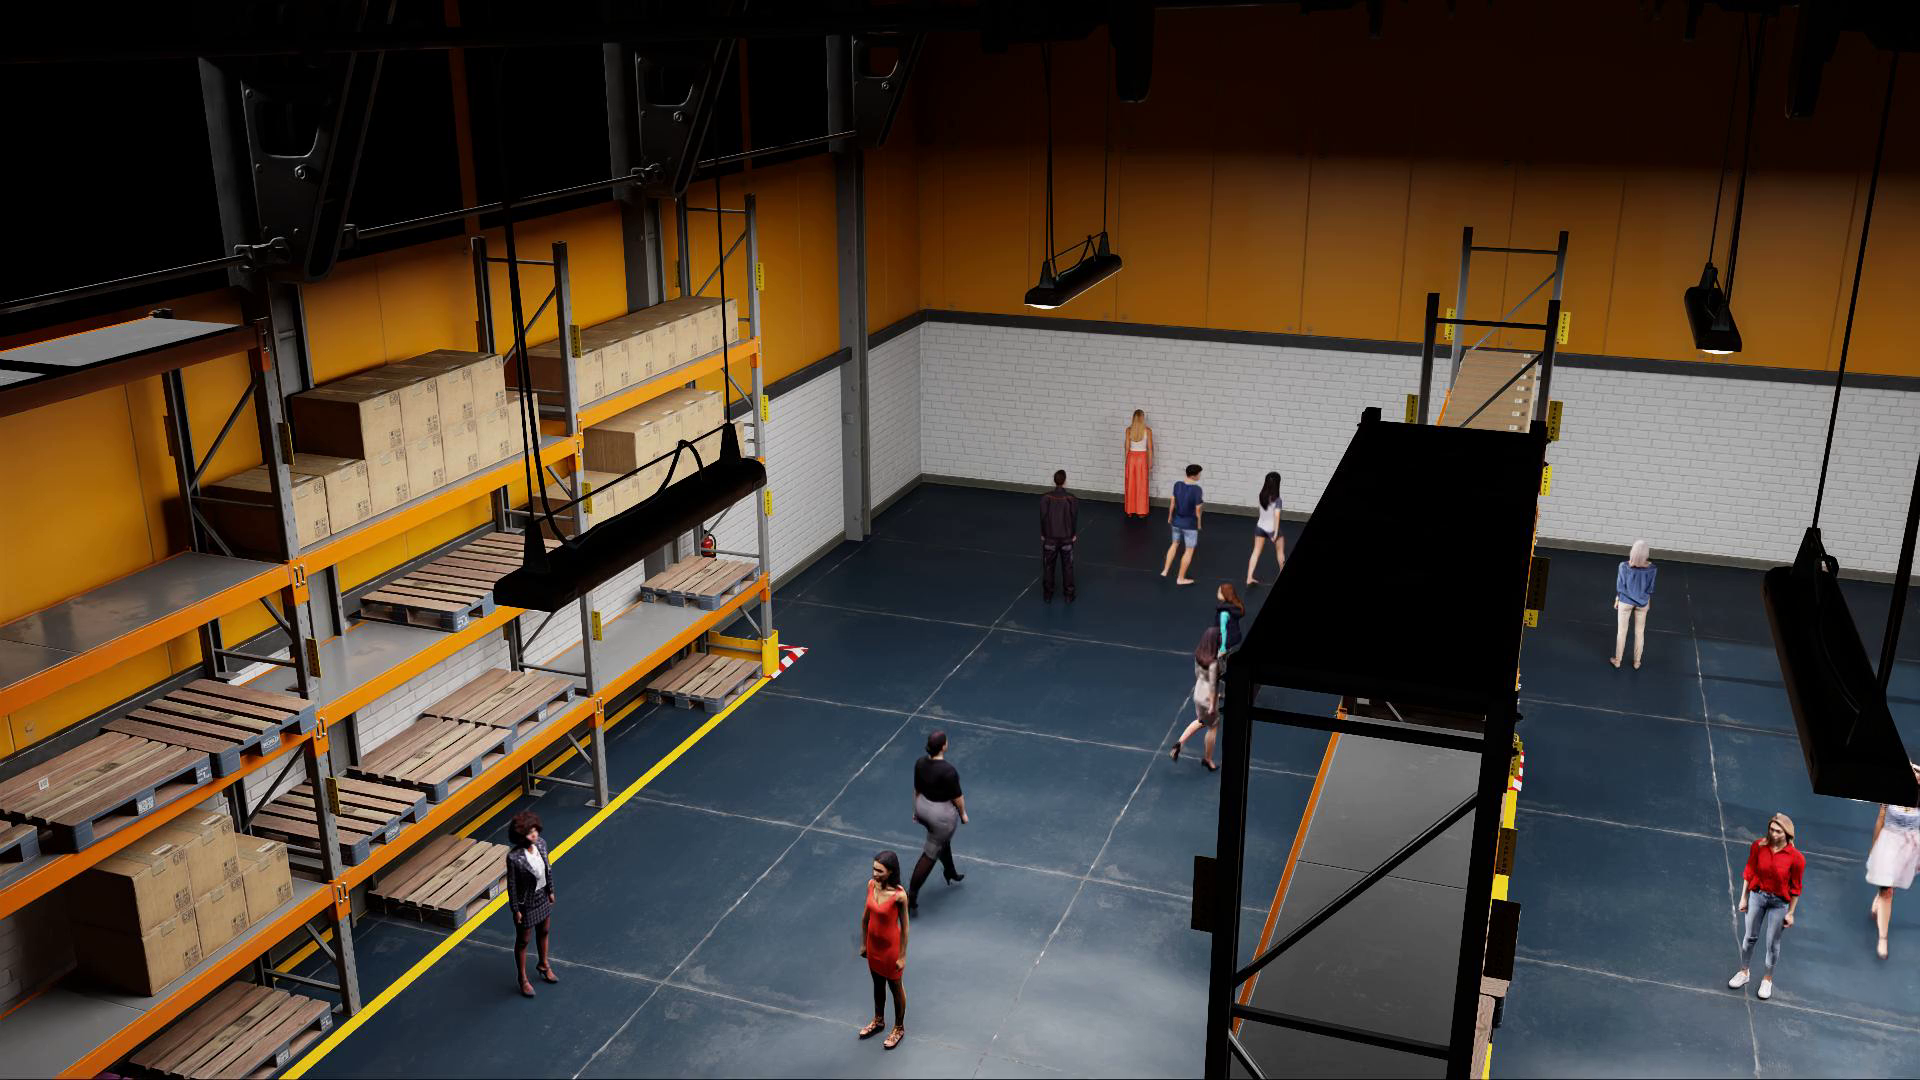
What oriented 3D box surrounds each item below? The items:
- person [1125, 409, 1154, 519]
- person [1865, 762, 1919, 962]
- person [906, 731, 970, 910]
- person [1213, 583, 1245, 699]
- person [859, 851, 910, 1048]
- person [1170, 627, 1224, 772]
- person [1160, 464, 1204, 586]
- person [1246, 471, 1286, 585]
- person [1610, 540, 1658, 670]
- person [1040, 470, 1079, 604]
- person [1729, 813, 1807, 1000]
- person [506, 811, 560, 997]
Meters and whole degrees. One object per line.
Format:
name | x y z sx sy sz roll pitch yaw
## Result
person | 2.889 -1.252 27.105 0.631 1.802 0.588 8 20 22
person | 8.478 2.819 15.069 0.617 1.767 1.144 7 20 21
person | -0.278 2.667 15.607 1.224 1.713 0.987 -16 25 -40
person | 3.283 1.248 20.173 0.660 1.488 0.619 8 20 23
person | -0.607 3.327 13.637 0.646 1.719 0.608 13 23 34
person | 2.633 1.770 18.237 0.958 1.734 0.911 -7 20 -20
person | 3.237 -0.233 24.051 0.877 1.819 0.781 11 22 30
person | 4.389 -0.132 24.010 1.200 1.653 0.965 -15 24 -37
person | 8.563 0.809 21.148 0.655 1.697 0.618 3 19 9
person | 1.388 -0.054 23.375 0.734 1.911 0.647 3 19 7
person | 6.947 3.120 14.277 0.685 1.703 0.638 16 24 39
person | -3.697 3.110 14.315 0.727 1.697 0.575 13 23 33
